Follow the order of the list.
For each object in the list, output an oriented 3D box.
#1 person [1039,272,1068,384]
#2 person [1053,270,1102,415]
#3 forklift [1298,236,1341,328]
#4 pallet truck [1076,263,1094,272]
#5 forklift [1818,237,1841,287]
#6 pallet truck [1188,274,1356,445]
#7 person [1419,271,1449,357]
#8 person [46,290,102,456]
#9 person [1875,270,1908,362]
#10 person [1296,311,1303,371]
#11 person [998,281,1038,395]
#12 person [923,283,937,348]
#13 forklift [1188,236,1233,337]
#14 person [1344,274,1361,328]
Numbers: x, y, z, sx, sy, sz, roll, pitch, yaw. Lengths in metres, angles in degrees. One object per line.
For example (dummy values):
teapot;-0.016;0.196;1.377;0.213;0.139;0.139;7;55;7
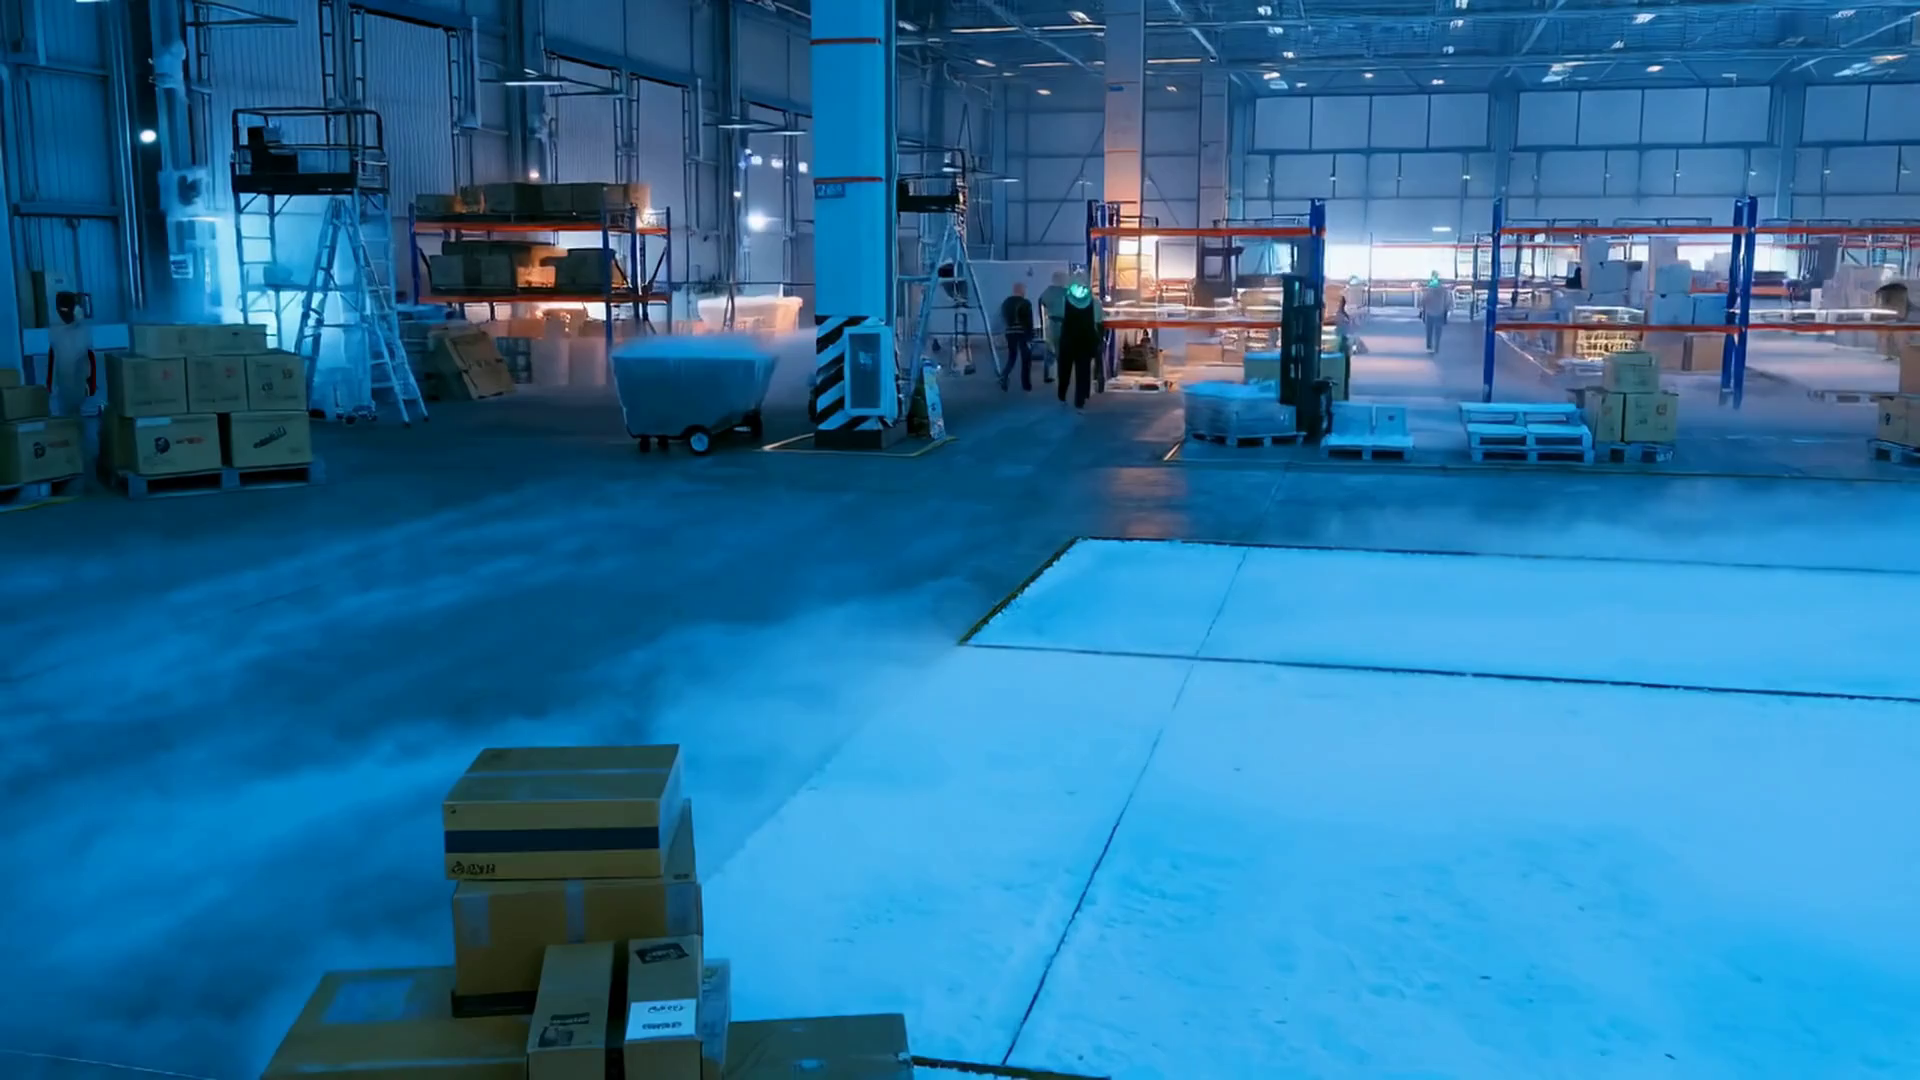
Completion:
person;1.657;-3.646;28.673;0.631;1.931;0.365;4;11;25
person;1.642;-2.757;23.104;0.703;2.000;0.573;-1;10;-4
forklift;10.725;-7.955;51.239;1.873;2.768;1.129;-2;10;-12
pallet truck;4.325;-8.180;55.162;0.823;1.965;1.885;6;11;31
forklift;27.376;-8.173;52.523;1.873;2.768;1.129;2;10;14
pallet truck;3.653;-2.138;19.590;1.885;1.965;0.823;-4;10;-20
person;10.482;-4.990;36.766;0.605;1.885;1.007;3;10;16
person;-9.268;-1.692;17.419;0.530;1.847;0.730;3;10;15
person;19.531;-4.706;34.938;0.647;1.914;0.488;0;10;0
person;6.633;-4.099;31.913;0.322;1.735;0.490;6;11;30
person;0.895;-3.180;26.269;0.650;1.815;0.629;9;13;44
person;-0.651;-5.549;39.916;0.560;1.913;0.547;3;10;19
forklift;6.974;-7.012;45.692;1.129;2.768;1.873;-1;10;-3
person;11.592;-6.977;48.999;0.536;1.688;0.421;-5;11;-25
